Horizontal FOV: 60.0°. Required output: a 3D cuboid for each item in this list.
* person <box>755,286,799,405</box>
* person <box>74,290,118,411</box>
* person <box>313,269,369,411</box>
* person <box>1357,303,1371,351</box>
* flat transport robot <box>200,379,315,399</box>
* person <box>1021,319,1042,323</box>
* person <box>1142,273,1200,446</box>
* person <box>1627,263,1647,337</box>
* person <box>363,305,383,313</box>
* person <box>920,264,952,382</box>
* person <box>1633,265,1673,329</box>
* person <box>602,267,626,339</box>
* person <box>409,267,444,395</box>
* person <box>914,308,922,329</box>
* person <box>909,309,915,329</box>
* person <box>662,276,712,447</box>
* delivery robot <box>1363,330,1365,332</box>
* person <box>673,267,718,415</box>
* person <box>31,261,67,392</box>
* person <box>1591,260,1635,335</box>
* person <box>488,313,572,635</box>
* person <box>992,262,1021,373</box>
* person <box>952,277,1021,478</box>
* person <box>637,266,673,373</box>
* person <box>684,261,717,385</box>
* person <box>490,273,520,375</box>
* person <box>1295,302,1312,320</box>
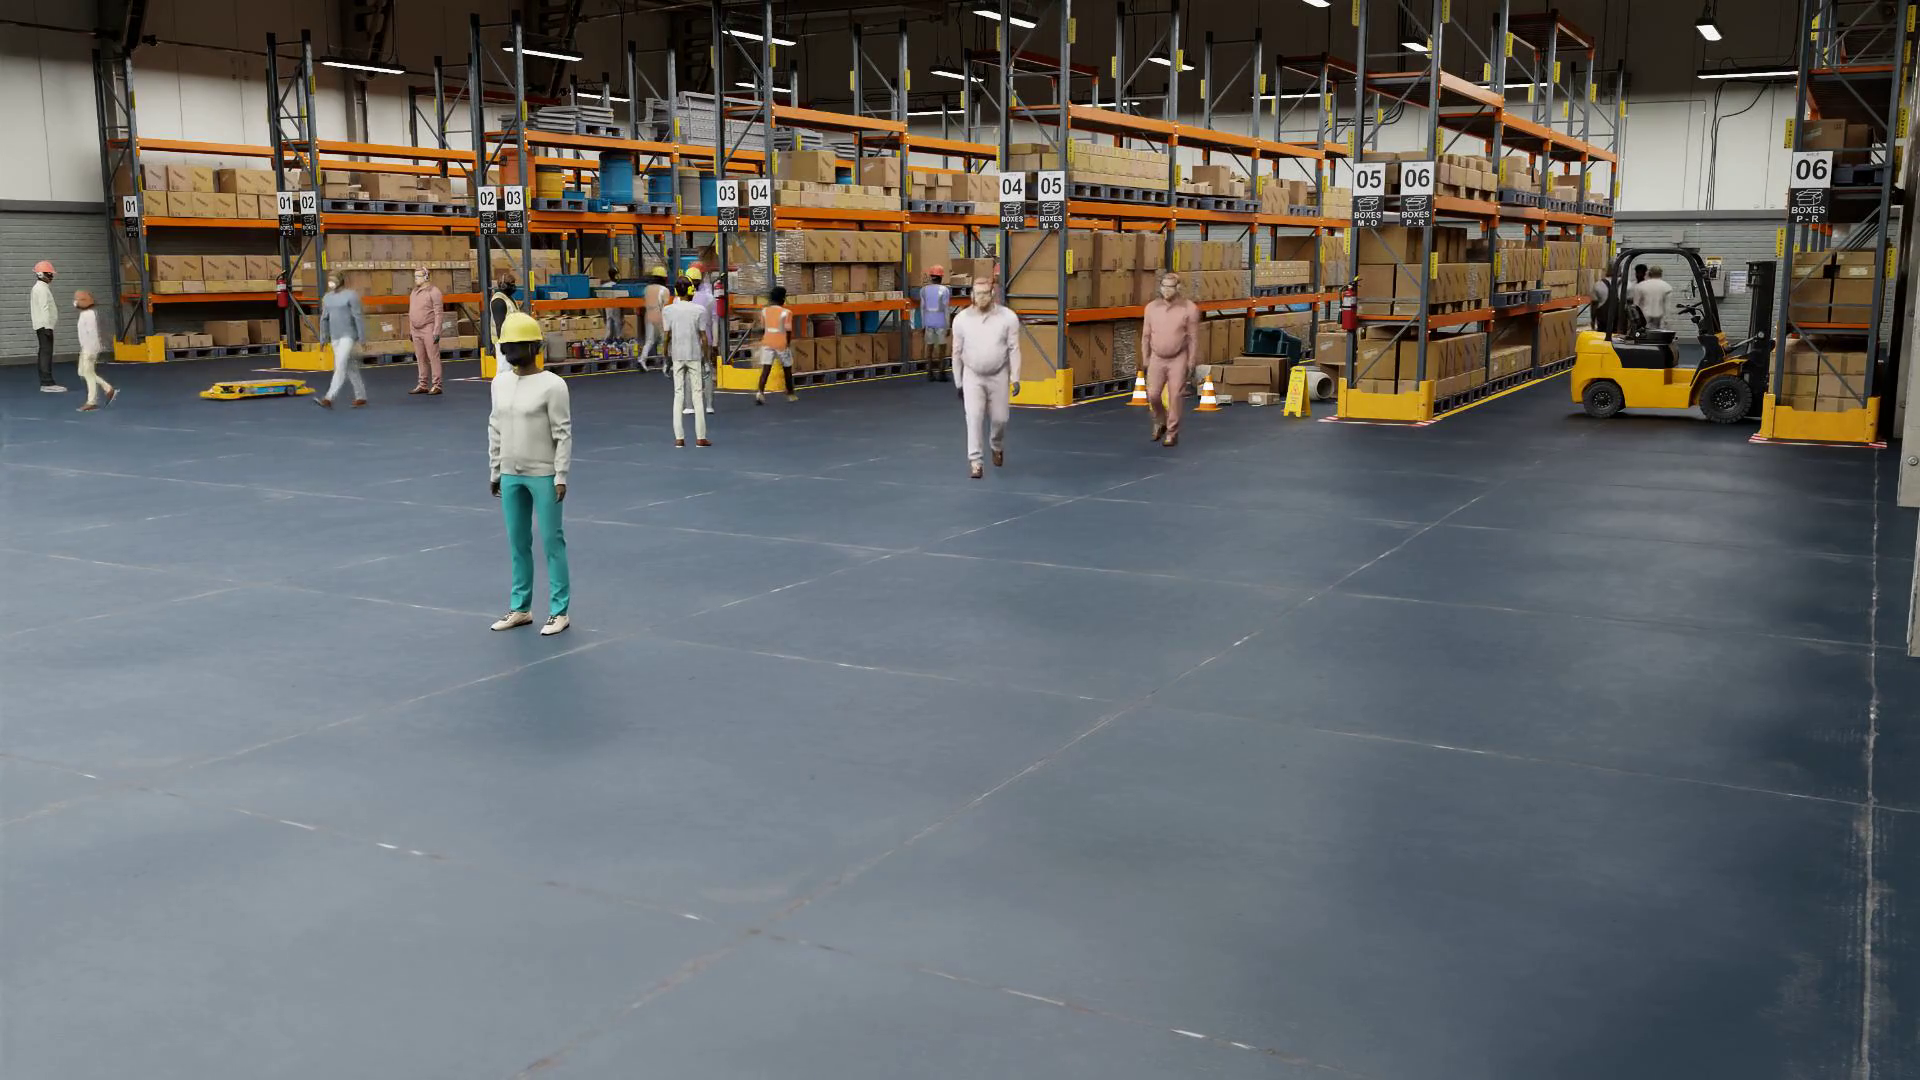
[{"bbox_3d":[-2.590,-2.717,23.277,0.537,1.656,0.868,4,10,21],"label":"person"},{"bbox_3d":[-11.697,-2.554,22.400,0.455,1.618,0.516,-7,12,-35],"label":"person"},{"bbox_3d":[-8.384,-2.684,22.380,0.655,1.886,1.023,5,11,29],"label":"person"},{"bbox_3d":[8.851,-5.056,36.383,0.510,1.860,0.333,2,10,12],"label":"person"},{"bbox_3d":[-10.345,-2.237,24.510,0.652,0.197,1.431,7,12,35],"label":"flat transport robot"},{"bbox_3d":[1.171,-3.875,28.952,0.605,2.034,0.392,6,11,31],"label":"person"},{"bbox_3d":[2.284,-1.964,18.192,0.645,1.893,0.421,4,10,21],"label":"person"},{"bbox_3d":[13.018,-4.324,31.848,0.782,1.941,0.611,-9,13,-42],"label":"person"},{"bbox_3d":[-11.907,-4.627,33.680,0.553,1.920,0.544,5,11,26],"label":"person"},{"bbox_3d":[-0.386,-3.571,27.454,0.550,1.936,0.374,5,11,26],"label":"person"},{"bbox_3d":[12.652,-4.060,30.393,0.683,1.906,0.699,2,10,11],"label":"person"},{"bbox_3d":[-6.769,-4.404,32.528,0.532,1.869,0.314,4,11,23],"label":"person"},{"bbox_3d":[-8.034,-3.128,24.946,0.643,1.909,0.410,6,11,30],"label":"person"},{"bbox_3d":[-0.870,-5.017,36.201,0.434,1.845,0.764,6,11,32],"label":"person"},{"bbox_3d":[-1.087,-5.157,37.036,0.619,1.838,0.430,7,12,36],"label":"person"},{"bbox_3d":[-2.969,-1.930,18.061,0.520,1.865,0.332,1,10,4],"label":"person"},{"bbox_3d":[8.861,-4.725,37.972,0.707,0.478,0.477,5,11,28],"label":"delivery robot"},{"bbox_3d":[-3.467,-2.604,21.827,0.593,1.922,0.387,-4,10,-22],"label":"person"},{"bbox_3d":[-13.976,-3.257,25.453,0.392,1.991,0.613,-6,12,-33],"label":"person"},{"bbox_3d":[11.367,-3.886,28.988,0.700,2.000,0.840,5,11,25],"label":"person"},{"bbox_3d":[-2.373,-0.358,9.142,0.529,1.768,0.312,4,11,23],"label":"person"},{"bbox_3d":[0.589,-3.190,25.074,0.654,1.979,0.573,3,10,18],"label":"person"},{"bbox_3d":[0.242,-1.548,15.760,0.654,1.883,0.693,0,10,0],"label":"person"},{"bbox_3d":[-5.435,-3.933,29.700,0.592,1.898,0.900,5,11,27],"label":"person"},{"bbox_3d":[-4.218,-3.529,27.060,0.624,1.998,1.038,4,11,24],"label":"person"},{"bbox_3d":[-6.070,-2.652,22.348,0.430,1.845,0.624,0,10,0],"label":"person"},{"bbox_3d":[7.957,-5.299,38.281,0.547,1.679,0.570,9,13,43],"label":"person"}]
